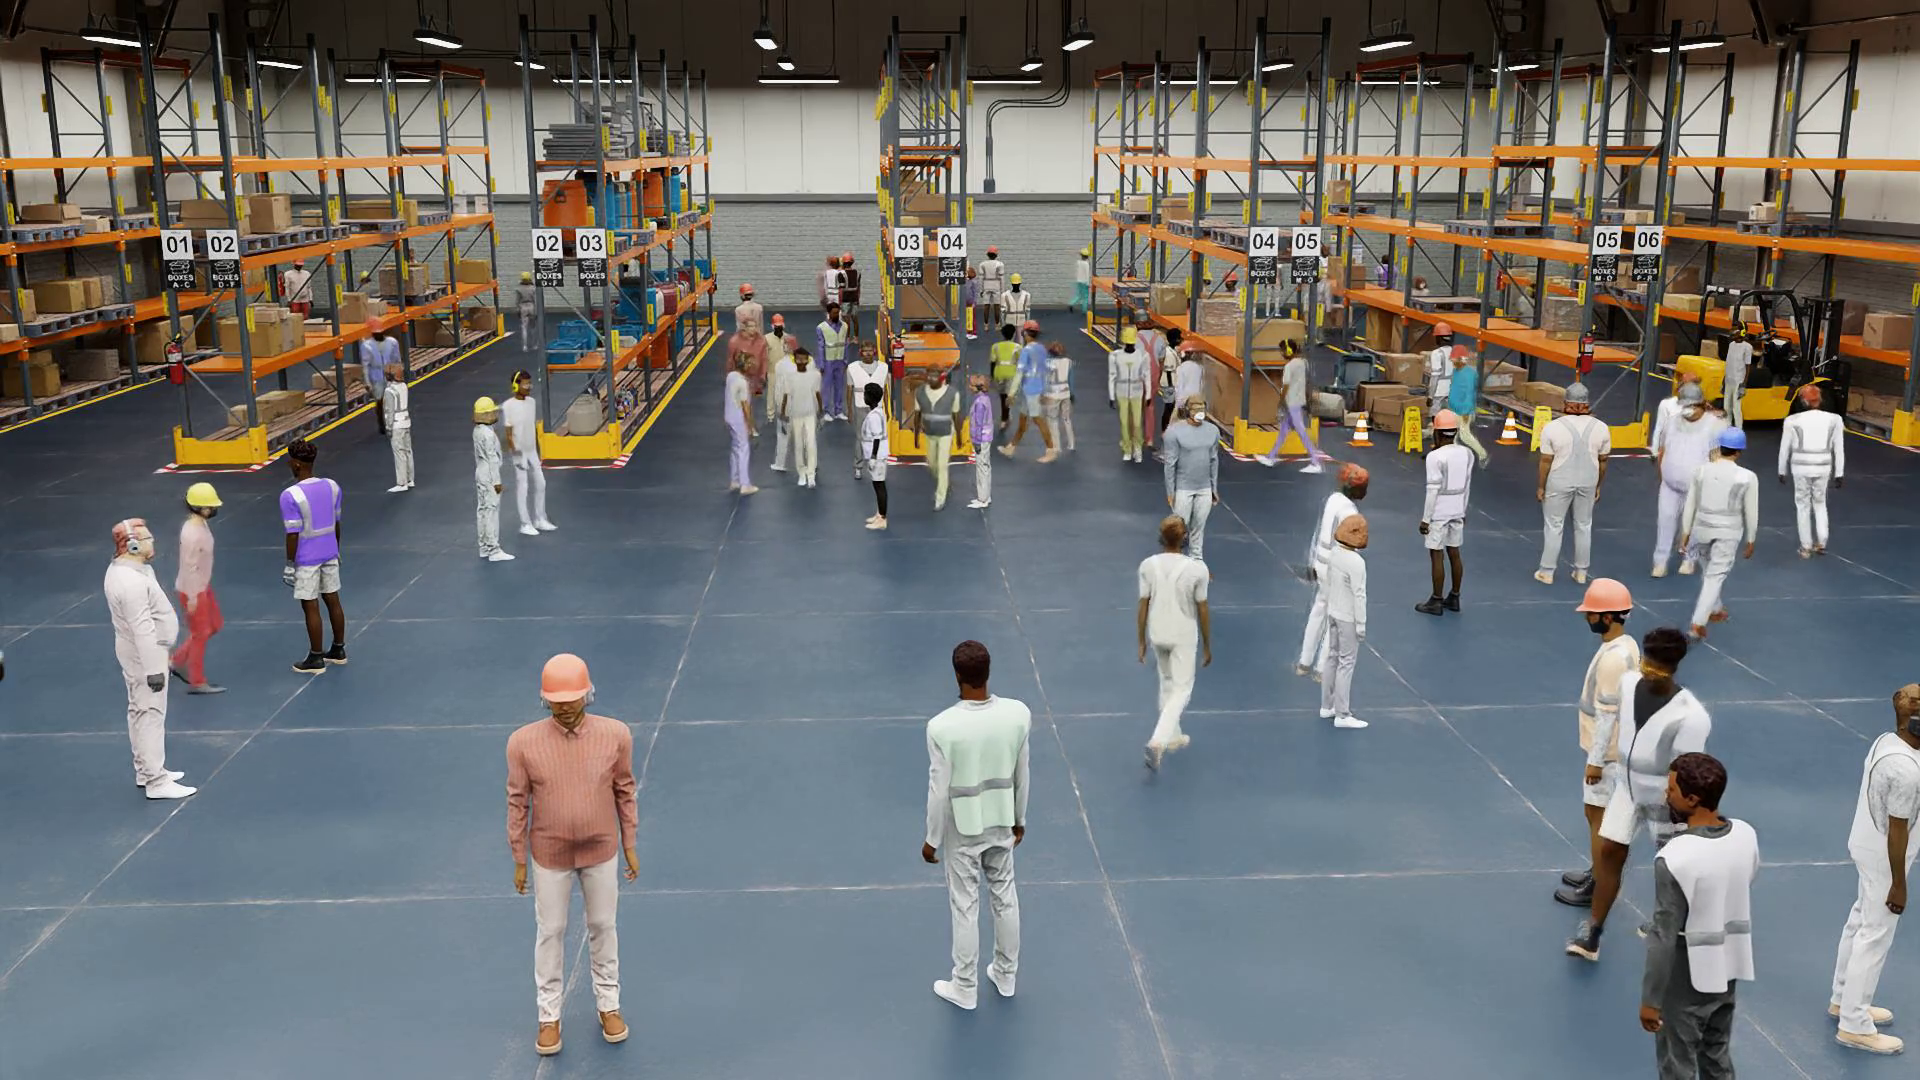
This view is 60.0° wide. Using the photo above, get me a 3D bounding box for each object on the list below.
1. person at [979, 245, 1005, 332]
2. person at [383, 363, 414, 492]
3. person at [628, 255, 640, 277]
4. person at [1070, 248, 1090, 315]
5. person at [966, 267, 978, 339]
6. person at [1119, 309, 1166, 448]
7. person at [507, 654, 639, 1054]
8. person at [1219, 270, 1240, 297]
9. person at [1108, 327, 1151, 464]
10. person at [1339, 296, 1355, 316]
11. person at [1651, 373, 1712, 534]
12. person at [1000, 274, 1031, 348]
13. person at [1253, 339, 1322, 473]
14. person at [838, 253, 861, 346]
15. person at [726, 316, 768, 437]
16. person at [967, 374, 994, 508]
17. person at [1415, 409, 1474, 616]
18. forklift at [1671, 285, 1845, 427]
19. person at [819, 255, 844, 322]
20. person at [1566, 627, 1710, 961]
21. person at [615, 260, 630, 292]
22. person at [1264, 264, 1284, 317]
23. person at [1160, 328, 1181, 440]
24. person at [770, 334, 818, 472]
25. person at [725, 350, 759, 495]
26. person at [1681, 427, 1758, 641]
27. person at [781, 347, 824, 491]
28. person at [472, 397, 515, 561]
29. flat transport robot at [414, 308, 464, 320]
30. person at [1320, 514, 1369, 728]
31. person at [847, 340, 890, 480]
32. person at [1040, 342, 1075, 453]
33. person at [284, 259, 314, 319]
[{"bbox_3d":[0.767,-5.966,39.538,0.612,2.043,0.374,3,14,13],"label":"person"},{"bbox_3d":[-7.162,-1.433,21.199,0.308,1.641,0.517,1,13,5],"label":"person"},{"bbox_3d":[-8.506,-6.778,43.596,0.342,1.750,0.568,-1,13,-5],"label":"person"},{"bbox_3d":[3.177,-6.723,43.368,0.488,1.748,0.536,-8,15,-30],"label":"person"},{"bbox_3d":[0.231,-5.435,38.160,0.281,1.636,0.500,-7,15,-27],"label":"person"},{"bbox_3d":[2.632,-2.370,24.306,0.686,2.000,0.535,-6,14,-22],"label":"person"},{"bbox_3d":[-1.852,1.498,8.020,0.616,1.993,0.395,-4,14,-18],"label":"person"},{"bbox_3d":[5.125,-4.091,31.592,0.609,2.044,0.394,11,17,40],"label":"person"},{"bbox_3d":[2.349,-2.006,23.099,0.604,1.891,0.653,2,13,7],"label":"person"},{"bbox_3d":[9.976,-6.558,43.001,0.517,1.586,0.842,-9,16,-33],"label":"person"},{"bbox_3d":[8.146,-0.954,18.747,0.603,1.830,0.978,4,14,16],"label":"person"},{"bbox_3d":[1.083,-4.210,32.344,0.594,1.925,0.368,-2,13,-8],"label":"person"},{"bbox_3d":[4.484,-1.822,22.529,1.070,1.793,0.560,8,16,32],"label":"person"},{"bbox_3d":[-2.462,-5.308,36.742,0.608,2.048,0.365,-12,18,-42],"label":"person"},{"bbox_3d":[-3.320,-2.542,25.484,0.630,1.844,0.911,-11,17,-39],"label":"person"},{"bbox_3d":[0.256,-1.204,20.248,0.314,1.634,0.515,2,13,7],"label":"person"},{"bbox_3d":[4.524,-0.259,15.593,0.549,1.932,0.375,-8,15,-29],"label":"person"},{"bbox_3d":[12.503,-2.886,26.166,2.313,2.155,1.214,-1,13,-3],"label":"forklift"},{"bbox_3d":[-2.945,-5.648,38.524,0.653,1.886,0.733,-6,15,-24],"label":"person"},{"bbox_3d":[3.654,1.344,8.889,0.990,1.888,0.674,-7,15,-27],"label":"person"},{"bbox_3d":[-7.562,-5.404,37.403,0.384,1.928,0.588,-6,15,-25],"label":"person"},{"bbox_3d":[8.137,-6.605,43.110,0.525,1.639,0.307,6,15,26],"label":"person"},{"bbox_3d":[3.153,-2.334,24.921,0.320,1.685,0.539,3,14,13],"label":"person"},{"bbox_3d":[-2.228,-1.830,22.372,0.655,1.880,0.763,-10,16,-35],"label":"person"},{"bbox_3d":[-2.774,-1.482,20.981,0.373,1.842,0.532,-6,15,-25],"label":"person"},{"bbox_3d":[6.783,-0.066,14.876,1.022,1.898,0.613,-11,17,-39],"label":"person"},{"bbox_3d":[-2.015,-1.541,21.258,0.562,1.816,0.970,-2,13,-6],"label":"person"},{"bbox_3d":[-4.991,-0.653,17.668,0.289,1.746,0.486,-9,16,-34],"label":"person"},{"bbox_3d":[-13.496,-5.773,42.514,0.652,0.197,1.431,13,18,43],"label":"flat transport robot"},{"bbox_3d":[2.930,0.602,12.590,0.265,1.632,0.508,-3,14,-13],"label":"person"},{"bbox_3d":[-1.215,-1.729,22.009,0.575,1.843,0.375,-4,14,-16],"label":"person"},{"bbox_3d":[1.447,-2.039,23.854,0.693,1.596,0.313,-12,18,-41],"label":"person"},{"bbox_3d":[-14.674,-5.334,36.965,0.385,1.994,0.611,12,18,42],"label":"person"}]
